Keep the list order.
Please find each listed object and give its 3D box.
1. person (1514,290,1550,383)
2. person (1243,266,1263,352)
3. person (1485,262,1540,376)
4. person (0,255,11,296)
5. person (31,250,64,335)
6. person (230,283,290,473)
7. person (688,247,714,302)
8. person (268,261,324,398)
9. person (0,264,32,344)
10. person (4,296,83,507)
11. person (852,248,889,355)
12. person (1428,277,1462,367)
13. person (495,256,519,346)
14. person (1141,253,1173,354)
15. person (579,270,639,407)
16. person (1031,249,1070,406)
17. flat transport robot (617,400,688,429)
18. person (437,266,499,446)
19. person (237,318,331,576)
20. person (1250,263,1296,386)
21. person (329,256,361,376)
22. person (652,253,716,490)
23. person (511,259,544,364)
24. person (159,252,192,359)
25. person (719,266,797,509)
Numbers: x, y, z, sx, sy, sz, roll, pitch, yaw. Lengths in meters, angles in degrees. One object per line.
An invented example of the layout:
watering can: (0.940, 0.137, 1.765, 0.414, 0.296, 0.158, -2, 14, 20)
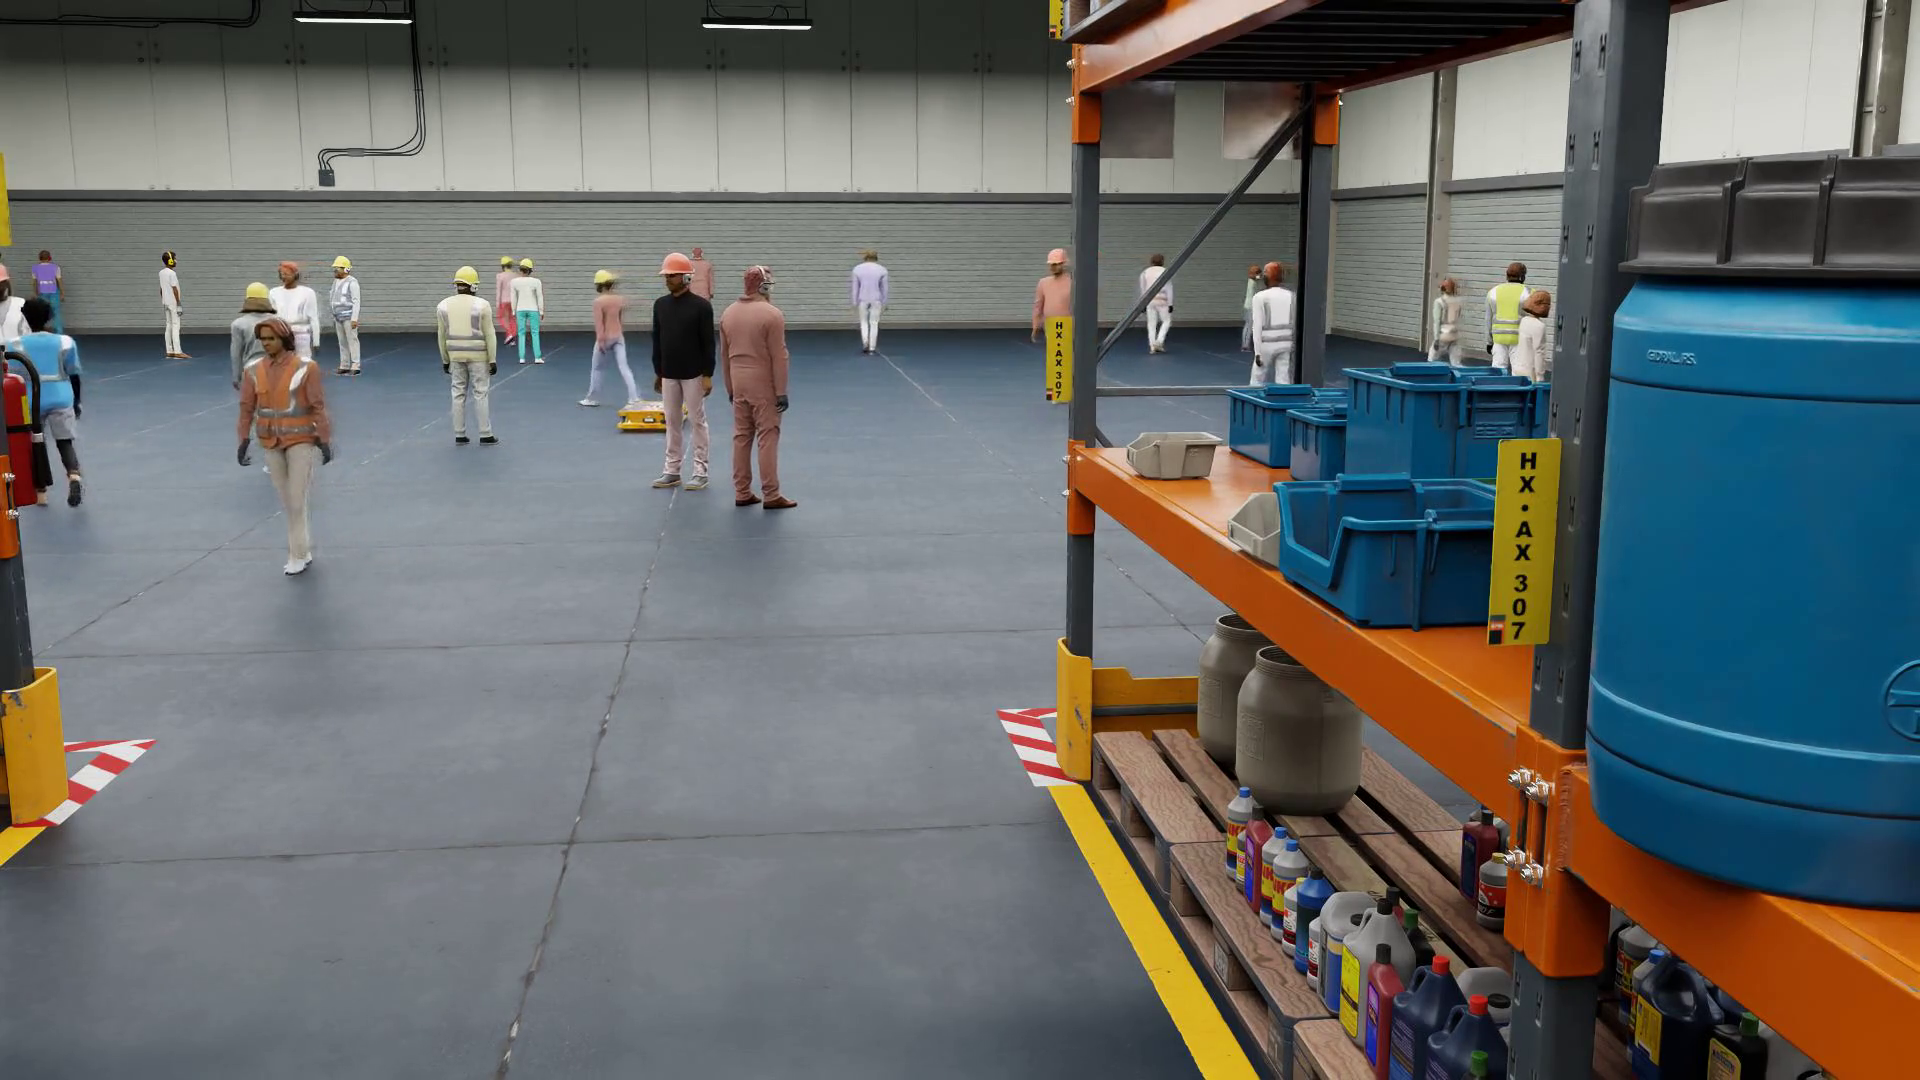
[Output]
person: (5.501, -1.587, 16.020, 0.291, 1.623, 0.509, 0, 10, -1)
person: (5.448, -4.296, 30.925, 0.368, 1.595, 0.635, 3, 11, 16)
person: (6.408, -2.292, 19.285, 0.637, 1.840, 0.429, 9, 13, 40)
person: (-19.023, -4.791, 32.897, 0.315, 1.873, 0.532, 5, 12, 26)
person: (-19.317, -5.209, 35.252, 0.567, 1.850, 0.389, -3, 11, -16)
person: (-6.366, -1.470, 15.129, 0.489, 1.716, 0.672, -9, 13, -40)
person: (-5.602, -5.318, 35.701, 0.642, 1.906, 0.410, -2, 11, -11)
person: (-7.823, -2.362, 19.640, 0.583, 1.860, 0.826, 0, 10, 1)
person: (-8.563, -1.536, 14.929, 0.567, 1.915, 0.443, -6, 12, -29)
person: (-7.133, -1.061, 13.011, 0.540, 1.678, 0.702, -8, 13, -36)
person: (-1.604, -4.319, 30.165, 0.660, 1.921, 0.542, 1, 10, 5)
person: (6.273, -2.613, 21.709, 0.544, 1.598, 0.847, -6, 12, -30)
person: (-8.836, -4.650, 32.432, 0.360, 1.751, 0.558, 9, 13, 39)
person: (3.613, -4.313, 30.382, 0.651, 1.832, 0.447, 7, 12, 34)
person: (-4.380, -2.505, 20.807, 0.920, 1.722, 0.527, 8, 13, 37)
person: (1.184, -2.687, 21.086, 0.639, 1.965, 0.754, 6, 12, 31)
flat transport robot: (-3.447, -1.422, 18.820, 0.652, 0.197, 1.431, -1, 10, -3)
person: (-5.013, -1.872, 17.006, 0.598, 1.830, 0.403, 2, 10, 8)
person: (-4.305, -0.579, 10.489, 0.552, 1.613, 0.664, 2, 10, 8)
person: (3.349, -2.085, 18.128, 0.578, 1.841, 0.921, -3, 11, -18)
person: (-9.448, -3.430, 25.535, 0.592, 1.837, 0.404, 8, 13, 36)
person: (-2.351, -1.416, 14.058, 0.613, 1.995, 0.391, 6, 12, 28)
person: (-7.273, -3.843, 27.994, 0.534, 1.767, 0.317, 0, 10, -2)
person: (-13.839, -4.124, 29.250, 0.508, 1.872, 0.329, 7, 13, 35)
person: (-1.582, -1.195, 13.110, 0.642, 1.902, 0.399, 8, 13, 36)
